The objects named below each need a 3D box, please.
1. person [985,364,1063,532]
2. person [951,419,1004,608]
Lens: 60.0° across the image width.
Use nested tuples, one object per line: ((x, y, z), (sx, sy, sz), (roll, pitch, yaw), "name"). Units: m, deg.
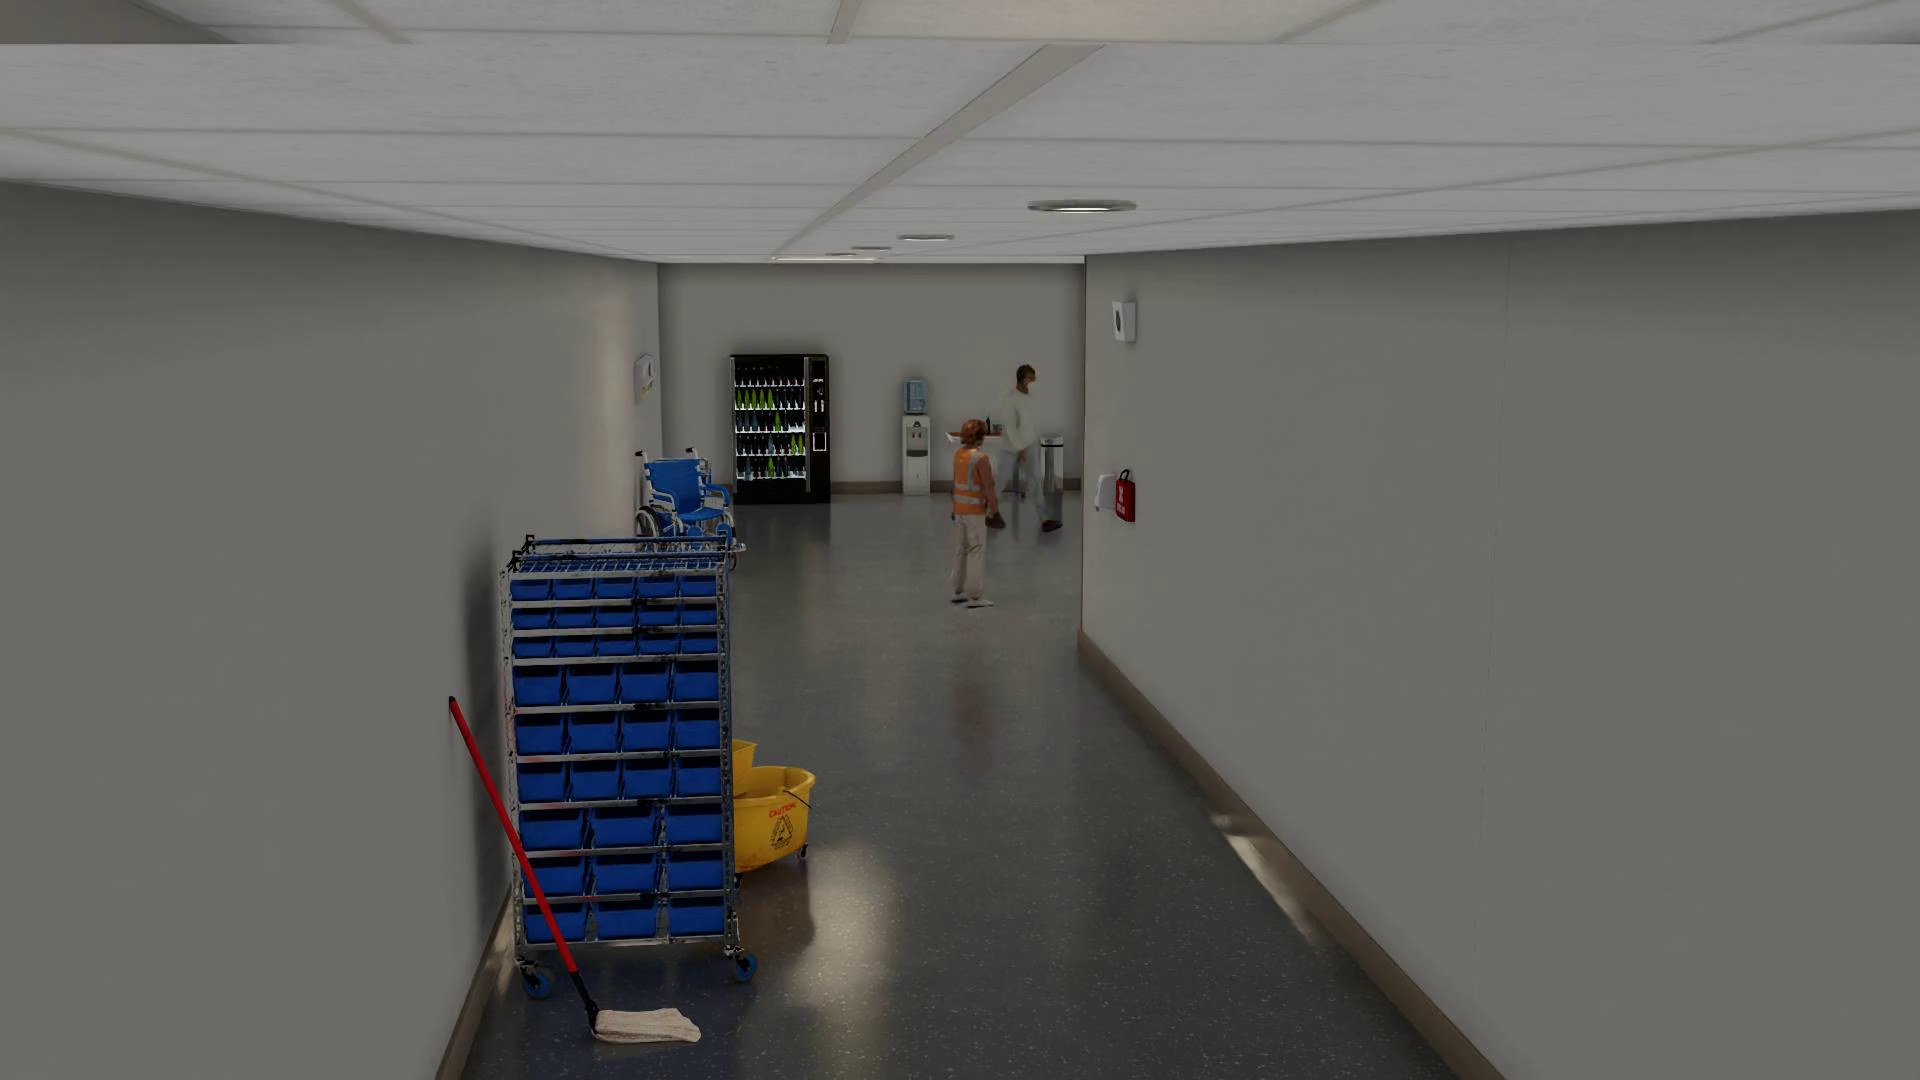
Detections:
((0.678, -1.021, 18.628), (0.623, 1.879, 1.069), (-9, 13, -44), "person")
((0.112, -0.227, 14.416), (0.315, 1.632, 0.596), (-6, 11, -32), "person")
